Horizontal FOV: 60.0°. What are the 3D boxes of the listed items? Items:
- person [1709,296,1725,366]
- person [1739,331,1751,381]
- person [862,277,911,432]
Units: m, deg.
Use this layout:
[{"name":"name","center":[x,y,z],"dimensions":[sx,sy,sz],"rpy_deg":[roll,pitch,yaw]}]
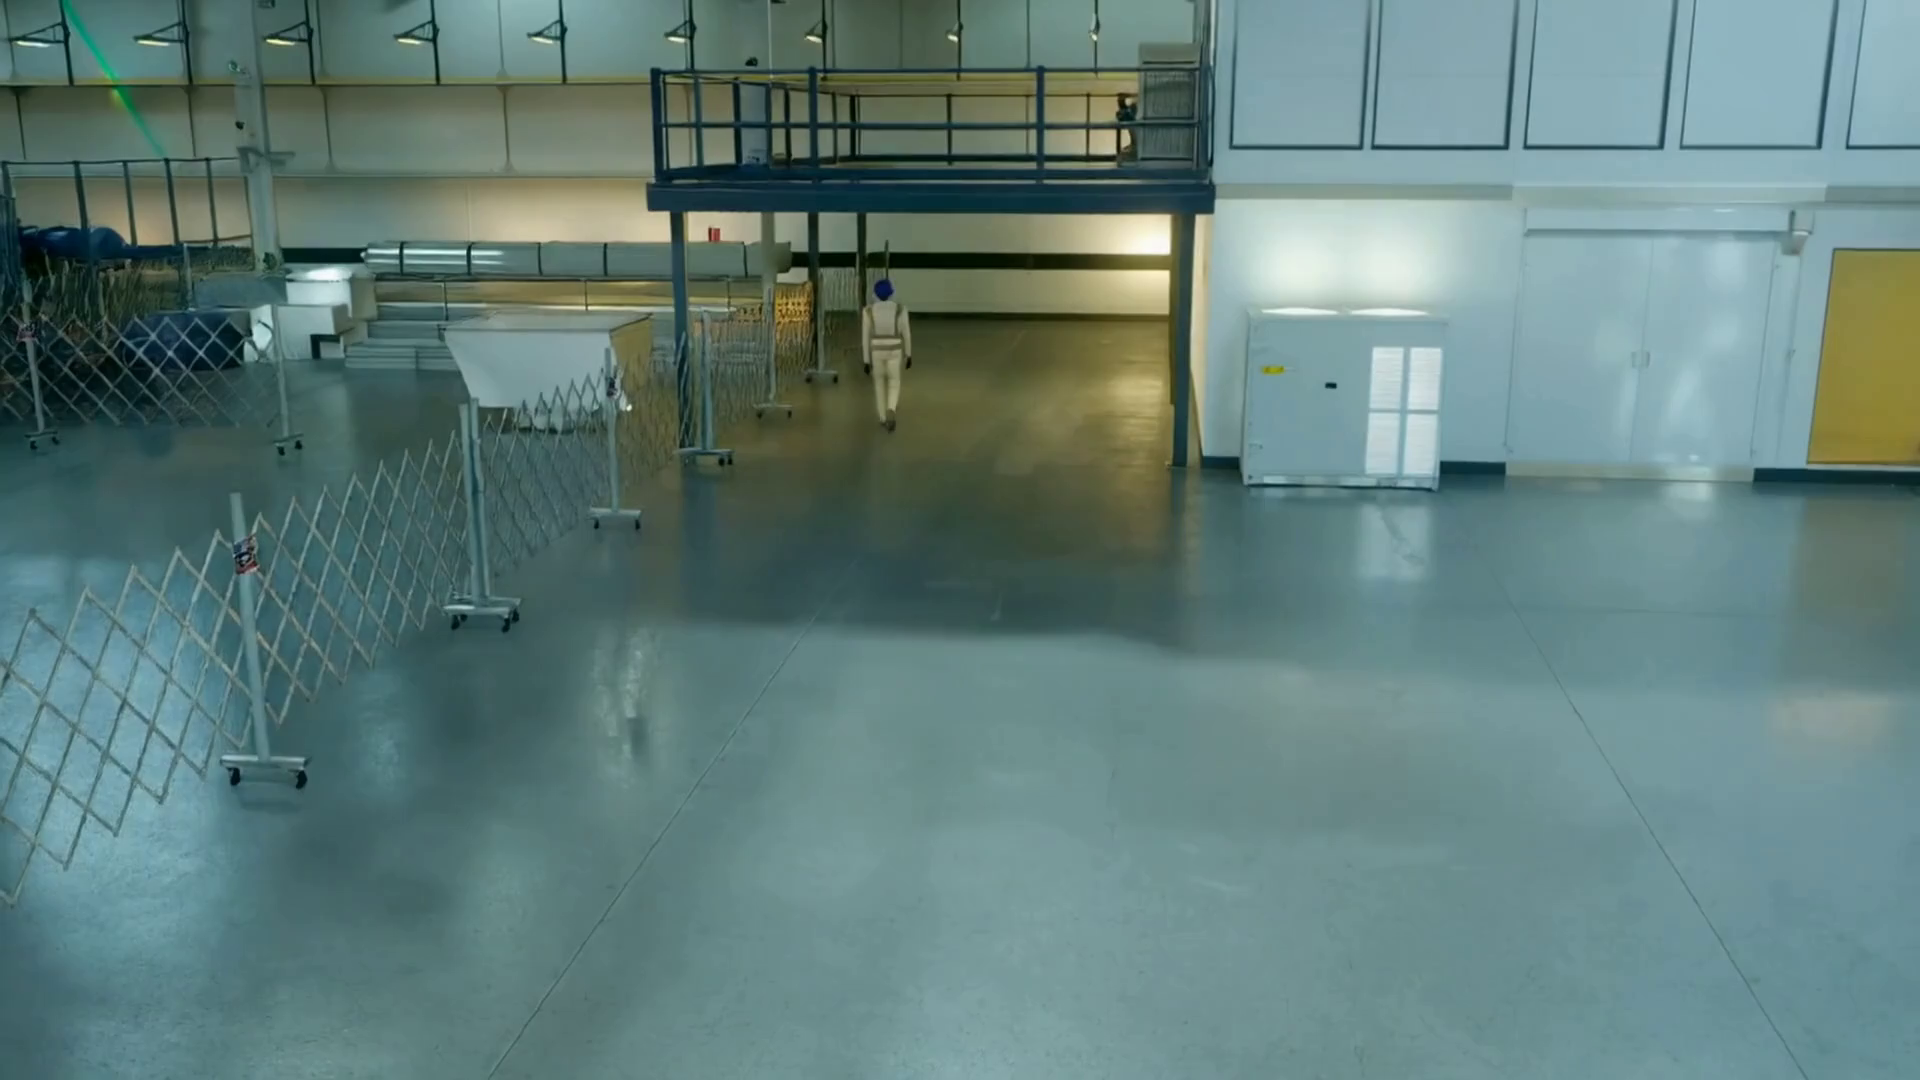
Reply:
[{"name":"person","center":[10.052,-2.733,22.166],"dimensions":[0.967,1.827,0.538],"rpy_deg":[12,18,40]},{"name":"person","center":[9.206,-1.995,19.543],"dimensions":[0.422,1.618,0.518],"rpy_deg":[8,16,30]},{"name":"person","center":[-0.896,-2.213,19.972],"dimensions":[0.576,1.858,0.787],"rpy_deg":[1,14,5]}]
